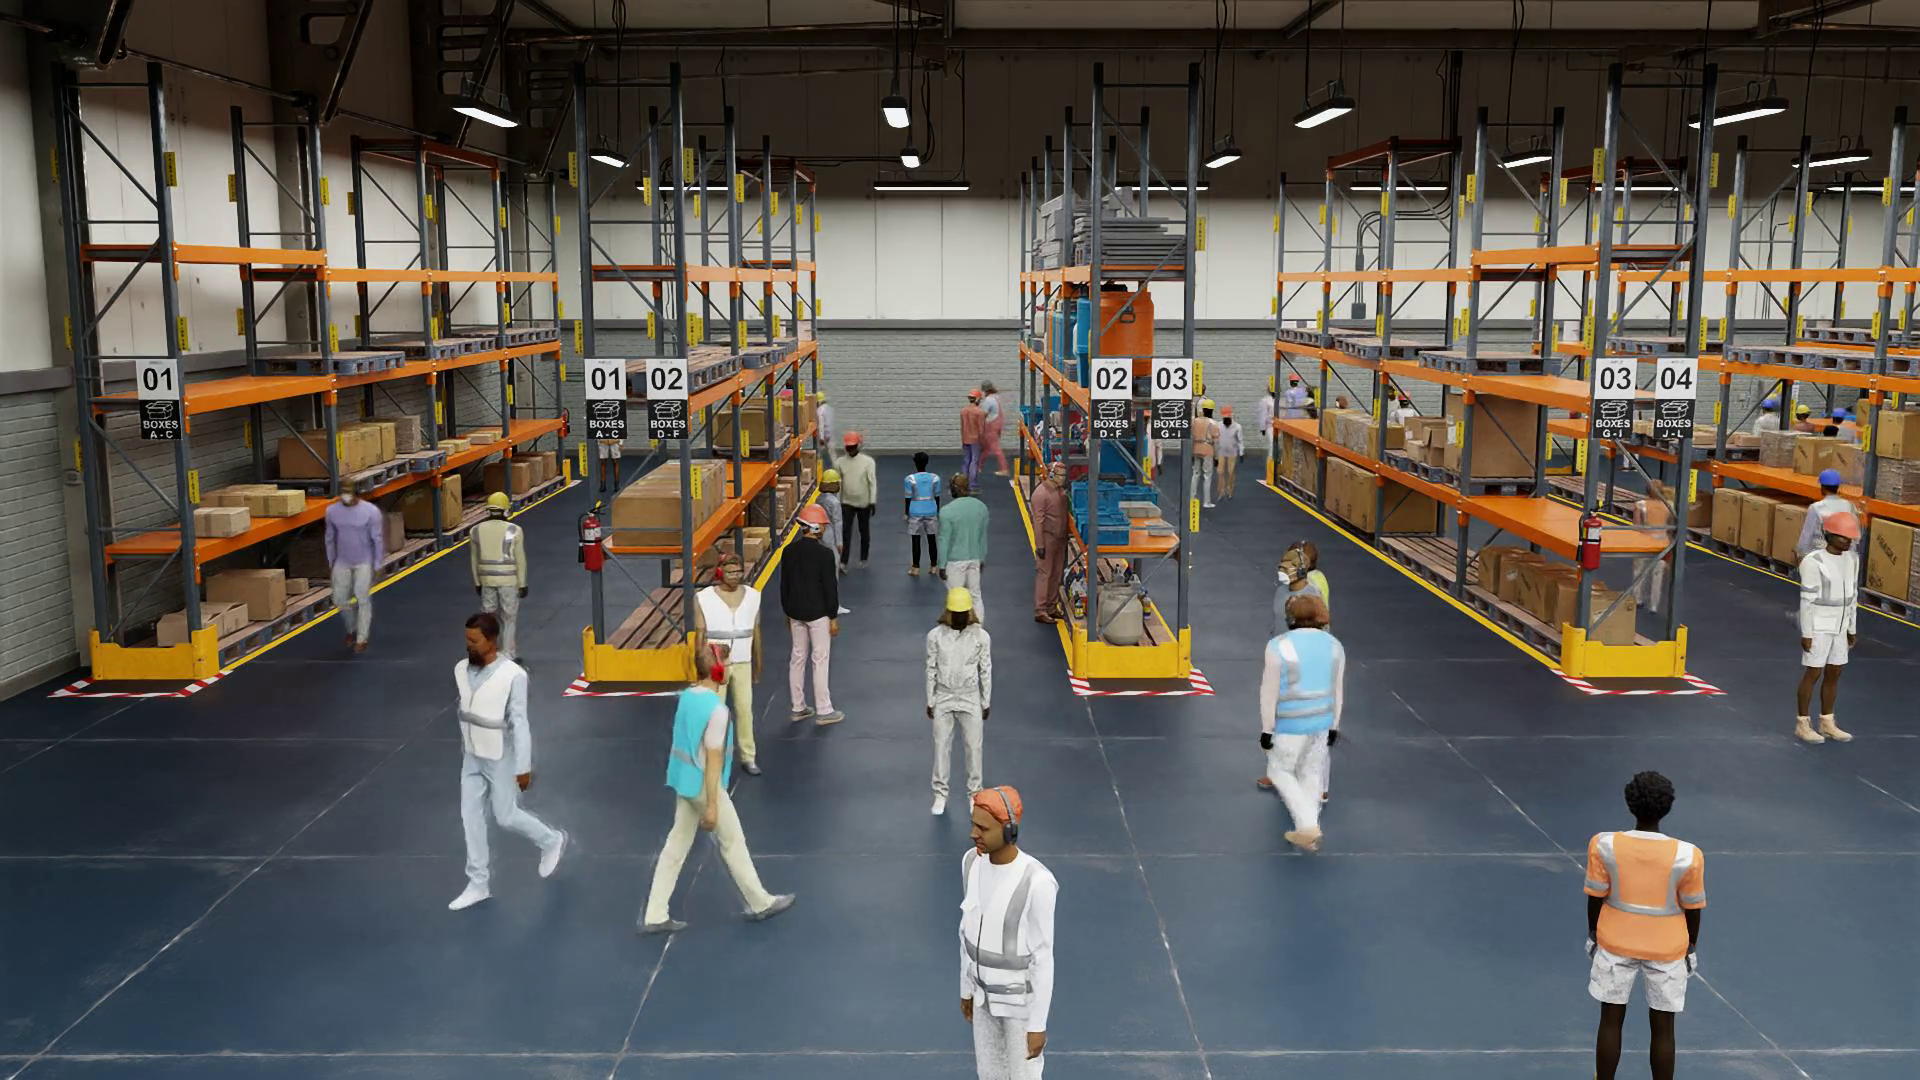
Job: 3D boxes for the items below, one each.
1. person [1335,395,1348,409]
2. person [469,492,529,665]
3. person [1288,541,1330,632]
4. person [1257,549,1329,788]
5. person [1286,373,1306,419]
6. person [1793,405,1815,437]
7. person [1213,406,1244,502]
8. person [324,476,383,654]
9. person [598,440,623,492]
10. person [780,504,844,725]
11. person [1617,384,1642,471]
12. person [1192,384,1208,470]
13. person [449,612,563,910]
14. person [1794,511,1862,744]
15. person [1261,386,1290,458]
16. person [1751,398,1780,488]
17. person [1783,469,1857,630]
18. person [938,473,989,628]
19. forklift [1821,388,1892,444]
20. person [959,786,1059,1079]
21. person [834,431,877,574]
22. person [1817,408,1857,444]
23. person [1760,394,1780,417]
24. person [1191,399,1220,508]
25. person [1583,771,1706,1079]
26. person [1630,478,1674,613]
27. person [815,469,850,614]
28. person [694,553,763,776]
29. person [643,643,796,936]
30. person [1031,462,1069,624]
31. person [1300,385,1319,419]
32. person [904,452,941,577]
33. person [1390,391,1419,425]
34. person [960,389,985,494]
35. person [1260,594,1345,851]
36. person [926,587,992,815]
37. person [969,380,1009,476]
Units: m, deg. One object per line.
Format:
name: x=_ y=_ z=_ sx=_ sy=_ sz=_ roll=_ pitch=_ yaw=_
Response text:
person: x=7.952 y=-2.213 z=34.734 sx=0.317 sy=1.641 sz=0.503 roll=-5 pitch=10 yaw=-27
person: x=-4.751 y=0.414 z=17.203 sx=0.594 sy=1.823 sz=0.403 roll=2 pitch=9 yaw=10
person: x=2.860 y=0.914 z=13.911 sx=0.429 sy=1.841 sz=0.632 roll=4 pitch=10 yaw=22
person: x=2.584 y=1.026 z=12.873 sx=0.369 sy=1.939 sz=0.631 roll=-4 pitch=10 yaw=-22
person: x=7.515 y=-2.792 z=37.434 sx=0.543 sy=1.939 sz=0.371 roll=-6 pitch=11 yaw=-34
person: x=15.169 y=-1.553 z=30.015 sx=0.523 sy=1.769 sz=0.316 roll=-4 pitch=10 yaw=-25
person: x=4.857 y=-1.566 z=30.262 sx=0.594 sy=1.720 sz=0.570 roll=2 pitch=9 yaw=12
person: x=-6.482 y=0.270 z=17.794 sx=0.646 sy=1.919 sz=0.433 roll=0 pitch=9 yaw=2
person: x=-6.647 y=-1.866 z=31.500 sx=0.543 sy=1.932 sz=0.365 roll=-1 pitch=9 yaw=-5
person: x=-1.337 y=0.667 z=15.019 sx=0.611 sy=1.990 sz=0.392 roll=6 pitch=11 yaw=34
person: x=14.073 y=-2.370 z=34.940 sx=0.521 sy=1.870 sz=0.319 roll=-2 pitch=9 yaw=-13
person: x=5.118 y=-2.400 z=35.245 sx=0.337 sy=1.838 sz=0.508 roll=3 pitch=9 yaw=20
person: x=-2.971 y=1.380 z=10.748 sx=0.595 sy=1.897 sz=0.791 roll=5 pitch=10 yaw=32
person: x=7.510 y=0.753 z=14.342 sx=0.607 sy=2.034 sz=0.408 roll=-3 pitch=9 yaw=-21
person: x=6.711 y=-2.351 z=34.978 sx=0.641 sy=1.816 sz=0.747 roll=-6 pitch=11 yaw=-35
person: x=14.572 y=-1.619 z=30.090 sx=0.625 sy=1.893 sz=1.009 roll=-4 pitch=10 yaw=-25
person: x=9.634 y=0.153 z=18.619 sx=0.634 sy=1.891 sz=0.983 roll=-3 pitch=9 yaw=-17
person: x=0.030 y=0.235 z=18.004 sx=0.647 sy=1.932 sz=0.378 roll=-7 pitch=11 yaw=-36
forklift: x=20.072 y=-3.110 z=36.462 sx=1.873 sy=2.768 sz=1.129 roll=0 pitch=9 yaw=0
person: x=0.189 y=1.958 z=7.086 sx=0.356 sy=1.879 sz=0.576 roll=-7 pitch=11 yaw=-37
person: x=-1.436 y=-0.513 z=22.765 sx=0.625 sy=1.942 sz=1.012 roll=2 pitch=9 yaw=10
person: x=14.272 y=-1.199 z=27.235 sx=0.735 sy=1.913 sz=0.596 roll=1 pitch=9 yaw=5
person: x=16.331 y=-2.089 z=33.582 sx=0.320 sy=1.731 sz=0.489 roll=0 pitch=9 yaw=-2
person: x=4.333 y=-1.520 z=29.335 sx=0.597 sy=1.913 sz=0.421 roll=7 pitch=12 yaw=40
person: x=3.225 y=1.922 z=7.874 sx=0.536 sy=1.700 sz=0.318 roll=4 pitch=10 yaw=24
person: x=8.361 y=0.058 z=20.136 sx=0.521 sy=1.618 sz=0.642 roll=1 pitch=9 yaw=9
person: x=-1.551 y=0.014 z=20.001 sx=0.298 sy=1.745 sz=0.484 roll=-7 pitch=11 yaw=-36
person: x=-1.859 y=1.000 z=13.372 sx=0.574 sy=1.837 sz=0.391 roll=-5 pitch=10 yaw=-27
person: x=-1.531 y=1.516 z=10.198 sx=0.985 sy=1.786 sz=0.587 roll=-6 pitch=11 yaw=-34
person: x=1.088 y=0.024 z=19.471 sx=0.401 sy=1.896 sz=0.650 roll=6 pitch=11 yaw=34
person: x=7.354 y=-2.301 z=34.646 sx=0.514 sy=1.828 sz=0.682 roll=1 pitch=9 yaw=4
person: x=-0.509 y=-0.346 z=22.486 sx=0.532 sy=1.694 sz=0.319 roll=-3 pitch=9 yaw=-20
person: x=8.329 y=-1.825 z=31.254 sx=0.543 sy=1.929 sz=0.387 roll=1 pitch=9 yaw=4
person: x=0.259 y=-1.854 z=31.299 sx=0.434 sy=1.977 sz=0.601 roll=-8 pitch=12 yaw=-40
person: x=2.389 y=1.292 z=11.563 sx=0.662 sy=1.823 sz=0.529 roll=-4 pitch=10 yaw=-24
person: x=-0.010 y=1.202 z=12.401 sx=0.487 sy=1.738 sz=0.321 roll=1 pitch=9 yaw=5
person: x=0.602 y=-2.352 z=34.271 sx=1.019 sy=2.000 sz=0.673 roll=3 pitch=9 yaw=18
